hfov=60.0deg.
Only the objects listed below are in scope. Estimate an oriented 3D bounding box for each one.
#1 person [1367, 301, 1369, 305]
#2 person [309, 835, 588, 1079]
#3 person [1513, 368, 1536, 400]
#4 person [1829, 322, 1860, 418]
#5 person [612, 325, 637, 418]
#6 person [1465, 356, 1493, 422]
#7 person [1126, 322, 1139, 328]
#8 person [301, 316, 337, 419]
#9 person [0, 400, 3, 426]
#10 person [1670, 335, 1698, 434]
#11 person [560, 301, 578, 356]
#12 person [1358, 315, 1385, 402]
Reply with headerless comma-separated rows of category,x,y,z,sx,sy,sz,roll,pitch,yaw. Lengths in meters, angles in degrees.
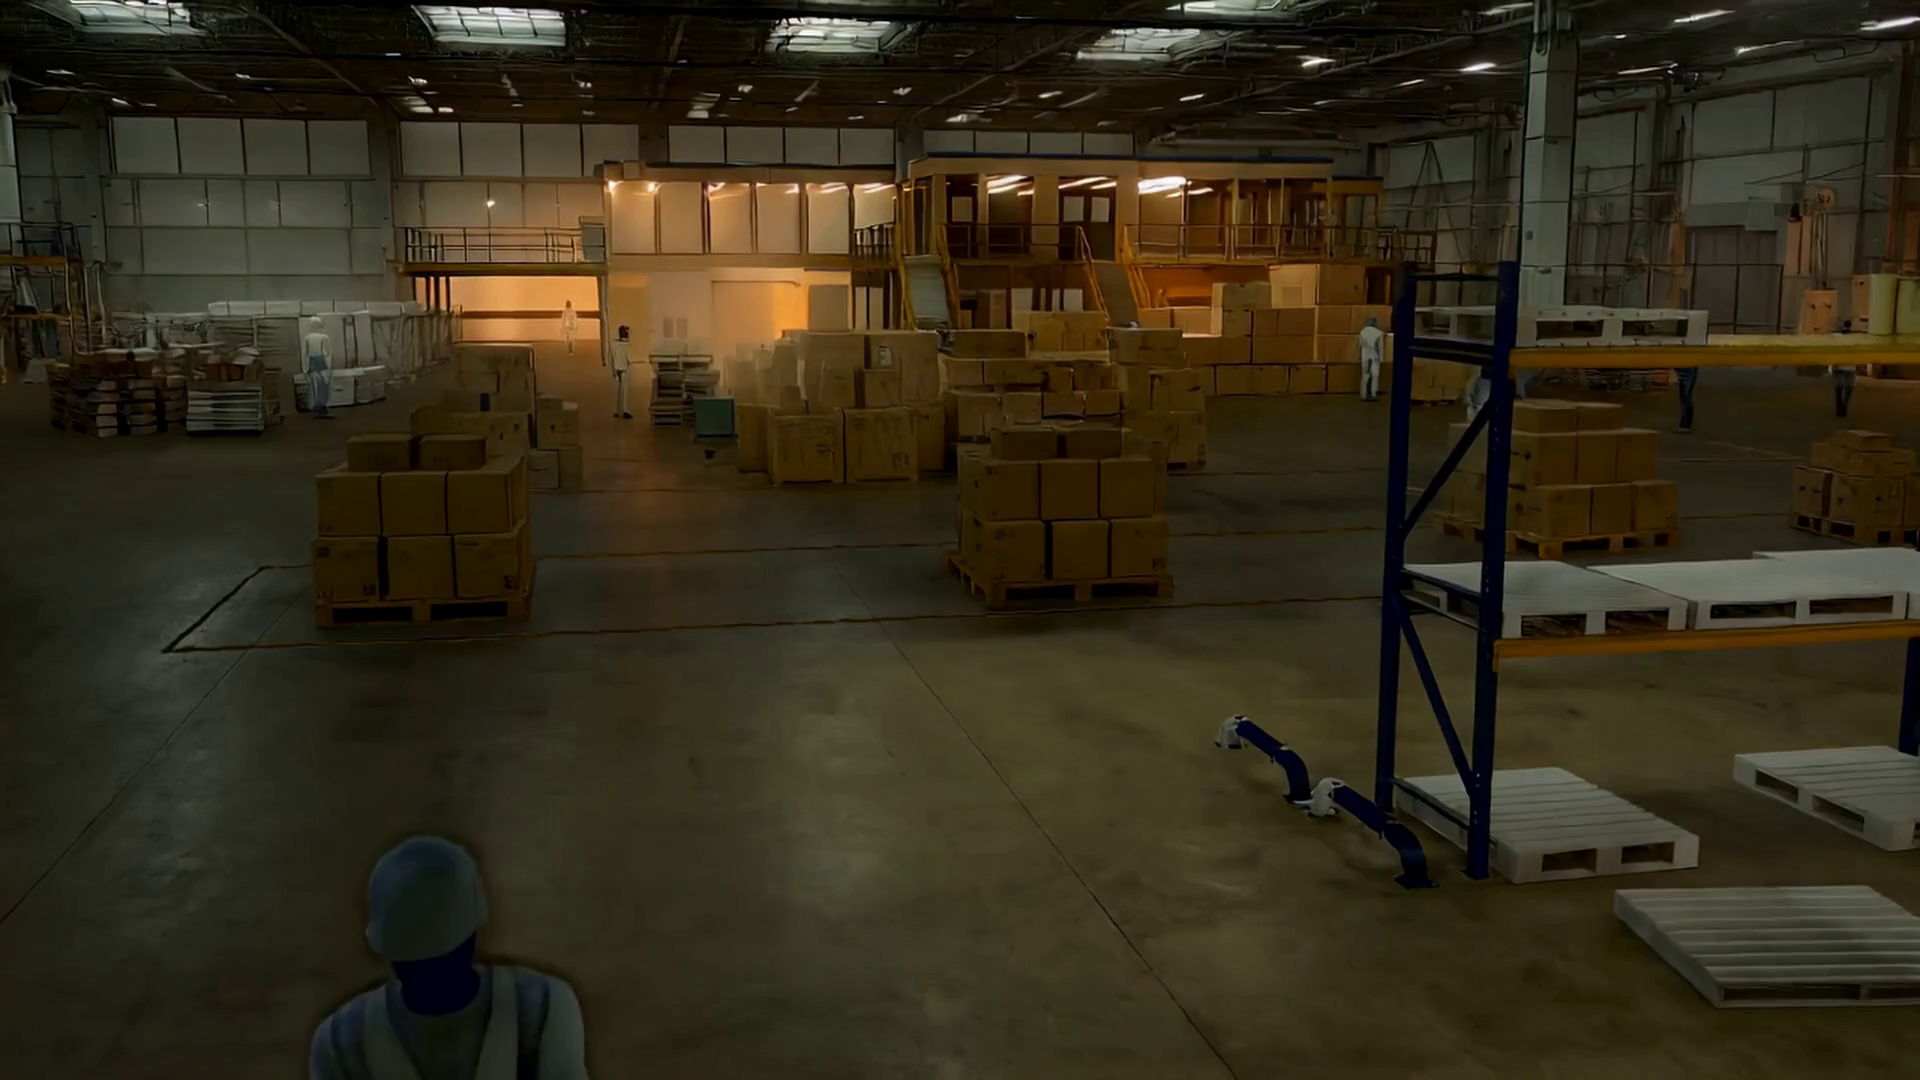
person,12.657,-6.397,51.325,0.613,1.988,0.398,-8,12,-41
person,-1.051,1.497,3.532,0.559,1.896,0.989,-3,10,-18
person,10.694,-3.111,31.541,0.607,1.908,0.488,-4,10,-23
person,17.709,-3.410,33.308,0.570,1.919,0.461,4,10,23
person,-6.732,-3.363,33.213,0.534,1.864,0.310,7,12,37
person,6.791,-1.499,21.658,0.385,1.928,0.589,9,13,44
person,3.315,-3.163,31.685,0.733,1.966,0.566,-7,12,-37
person,-12.678,-3.402,32.906,0.612,2.043,0.374,2,9,10
person,-15.391,-2.205,26.200,0.484,1.853,0.545,6,11,31
person,13.088,-2.884,30.039,0.406,1.945,0.613,2,10,12
person,-13.325,-7.207,56.722,0.587,1.854,0.906,-2,10,-15
person,9.232,-4.070,37.297,0.628,1.940,0.373,8,13,42
